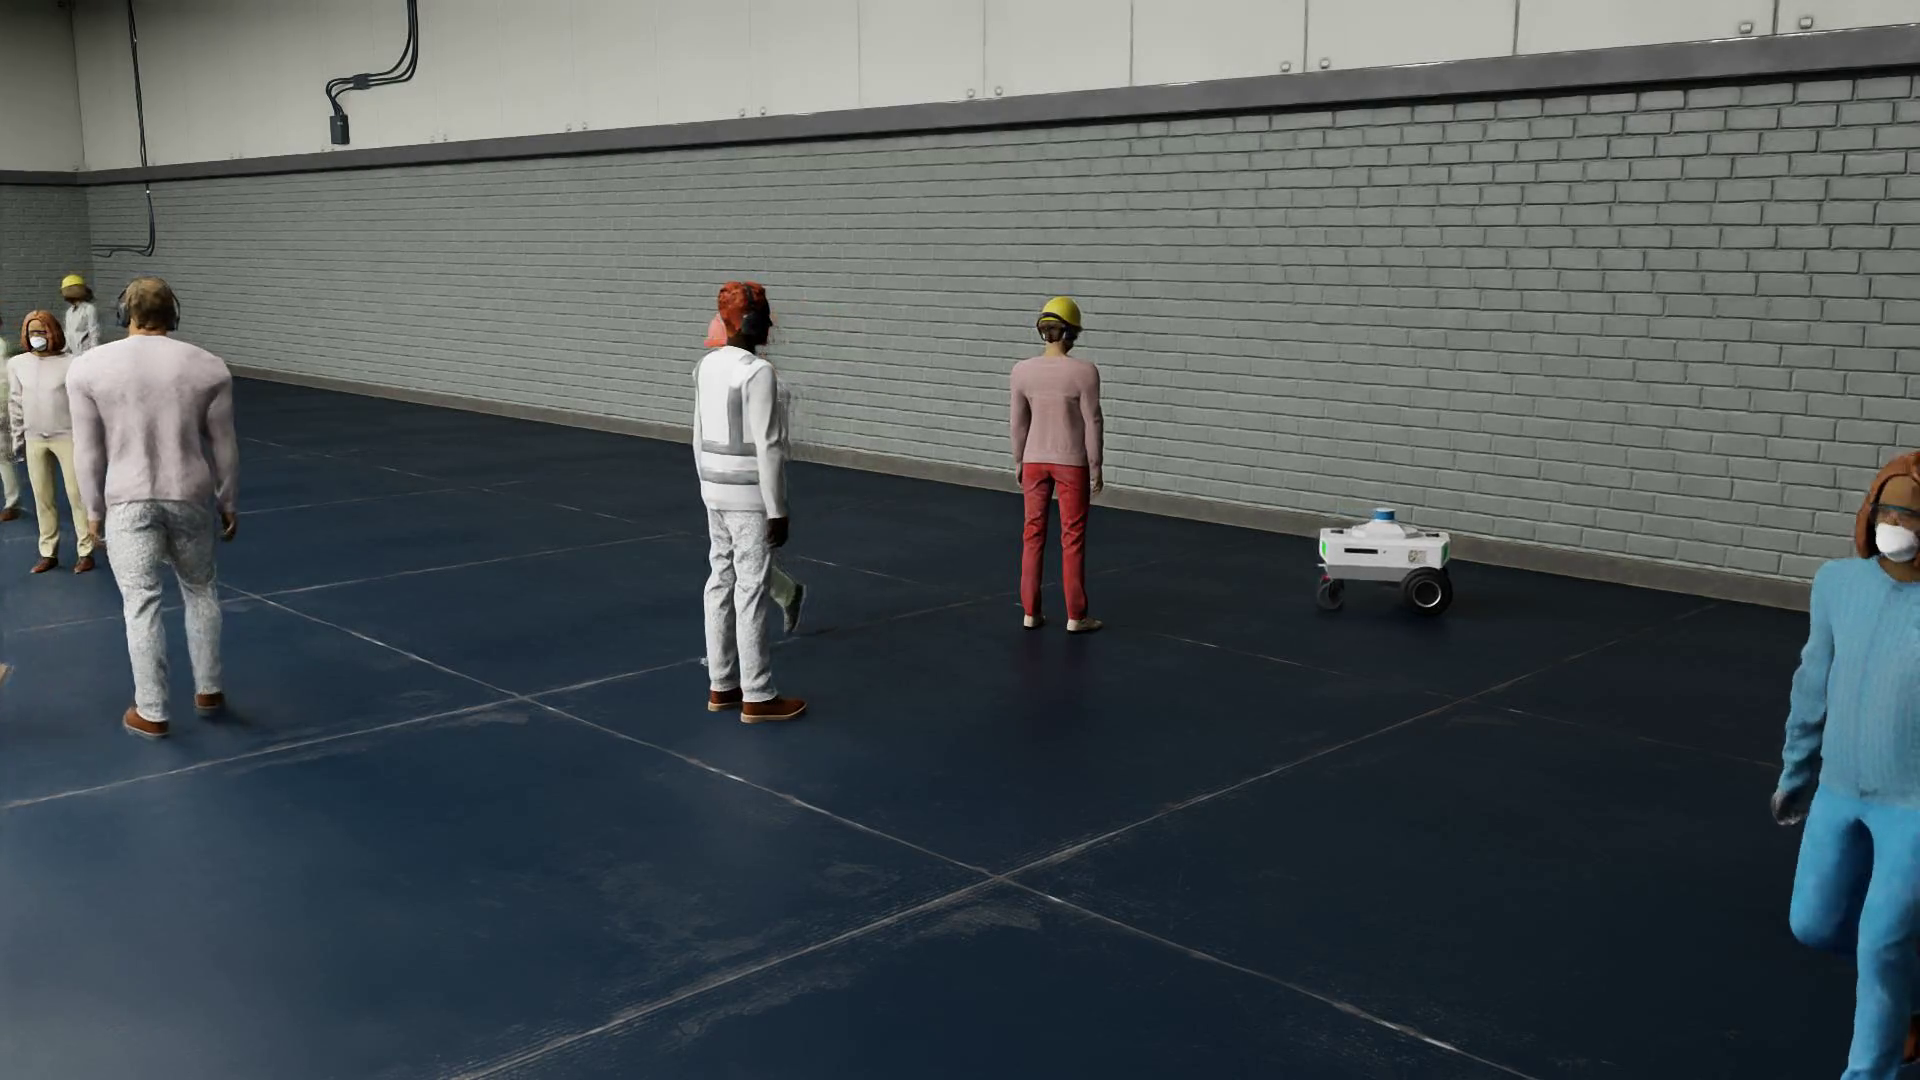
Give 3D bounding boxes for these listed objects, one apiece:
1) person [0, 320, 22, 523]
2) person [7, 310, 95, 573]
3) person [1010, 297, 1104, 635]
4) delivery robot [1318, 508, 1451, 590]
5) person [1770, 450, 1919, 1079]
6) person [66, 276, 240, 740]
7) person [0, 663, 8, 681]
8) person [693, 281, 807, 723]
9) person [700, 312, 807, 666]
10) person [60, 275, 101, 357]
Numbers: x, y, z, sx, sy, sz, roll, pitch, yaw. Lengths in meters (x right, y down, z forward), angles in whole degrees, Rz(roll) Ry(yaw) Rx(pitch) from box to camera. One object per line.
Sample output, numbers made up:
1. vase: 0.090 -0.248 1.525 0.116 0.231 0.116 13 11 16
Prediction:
1. person: -7.049 -0.917 11.995 0.538 1.621 0.441 5 12 27
2. person: -5.581 -0.598 10.243 0.499 1.629 0.285 0 10 -2
3. person: 0.514 -0.384 8.715 0.524 1.760 0.326 5 12 27
4. delivery robot: 2.364 0.065 9.287 0.707 0.478 0.477 2 11 13
5. person: 2.145 0.589 3.779 0.572 1.615 0.514 -5 11 -23
6. person: -3.364 -0.139 7.005 0.628 1.905 0.609 -6 12 -30
7. person: -4.326 -0.073 6.849 0.576 1.823 0.644 -1 10 -7
8. person: -0.929 -0.161 7.156 0.362 1.883 0.575 -8 13 -37
9. person: -1.029 -0.280 8.238 0.572 1.730 0.716 10 14 44
10. person: -8.632 -1.758 16.419 0.549 1.691 0.543 7 12 32
